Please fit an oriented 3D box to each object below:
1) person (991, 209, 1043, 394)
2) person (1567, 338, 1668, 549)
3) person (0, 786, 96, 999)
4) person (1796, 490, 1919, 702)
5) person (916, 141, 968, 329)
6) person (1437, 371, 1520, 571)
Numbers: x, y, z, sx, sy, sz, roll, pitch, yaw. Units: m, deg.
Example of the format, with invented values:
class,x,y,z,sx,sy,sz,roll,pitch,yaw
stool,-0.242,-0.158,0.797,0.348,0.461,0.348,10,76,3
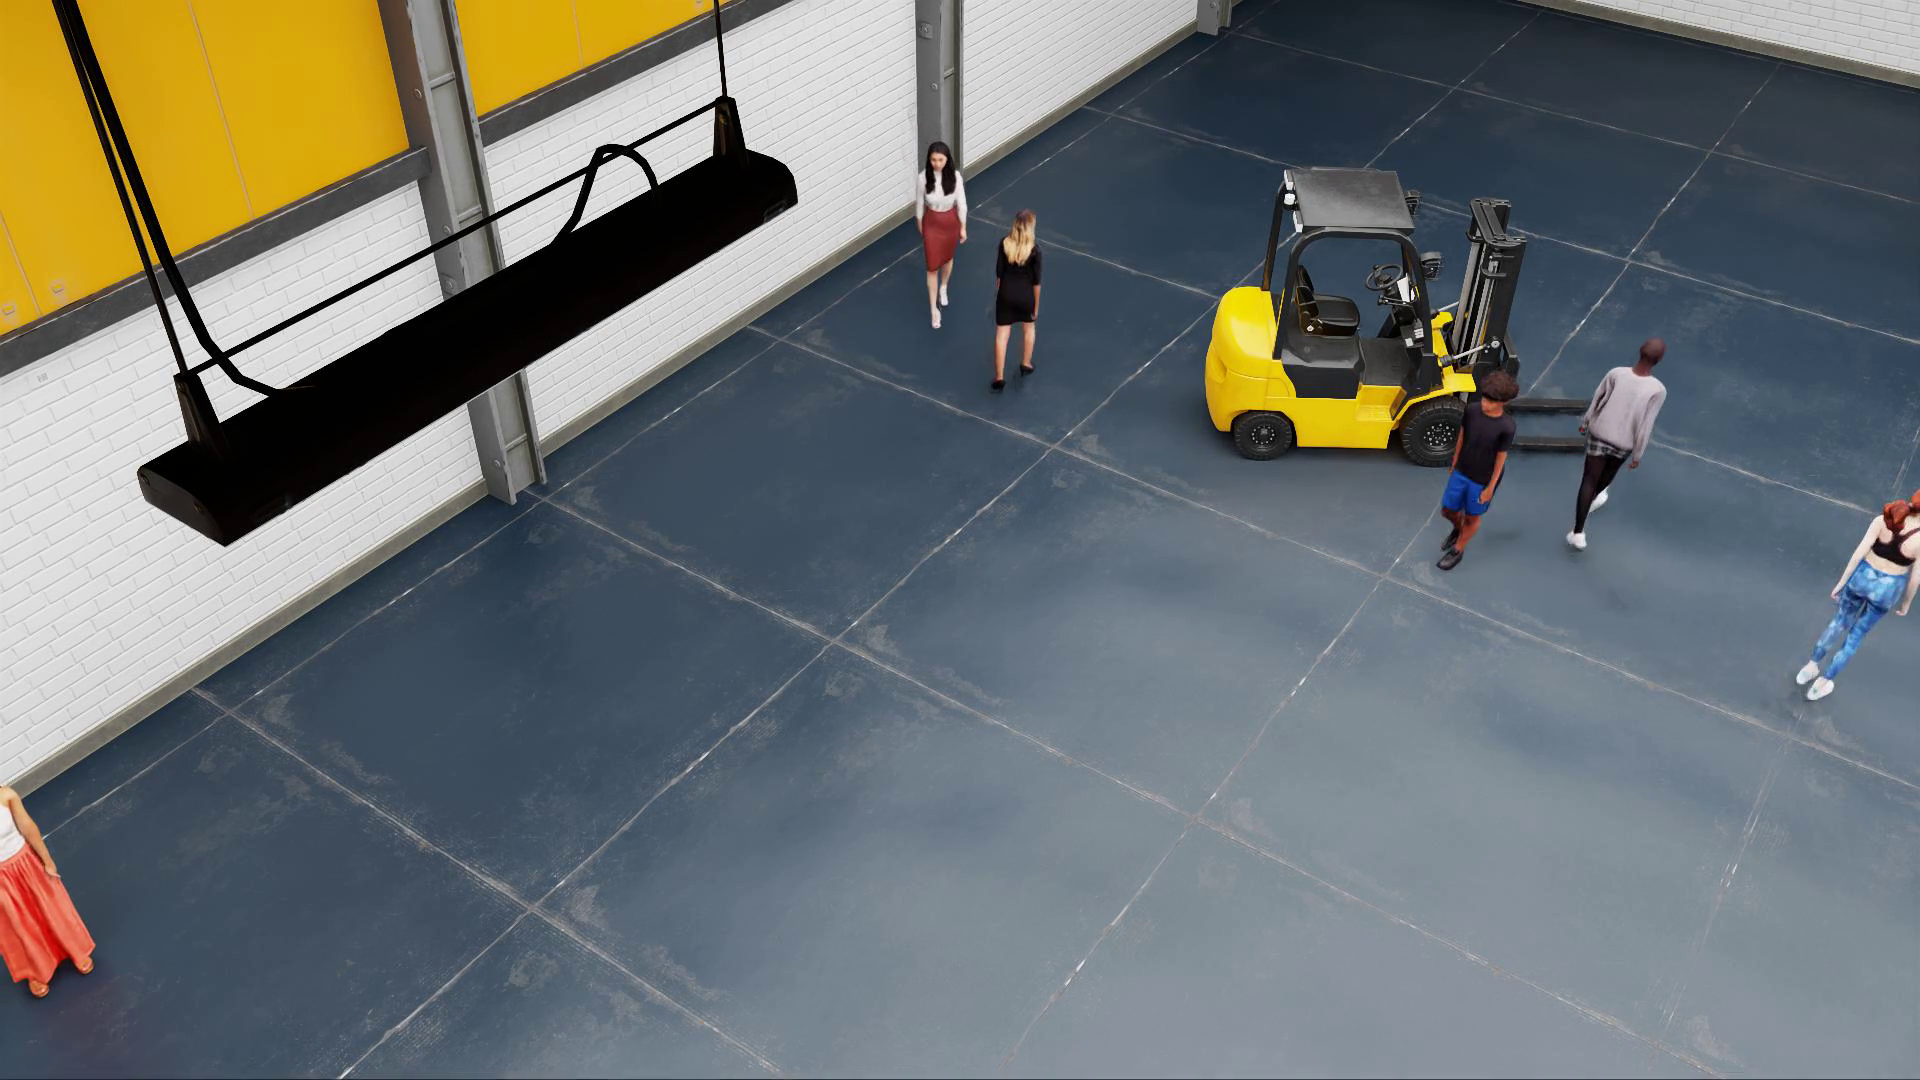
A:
class,x,y,z,sx,sy,sz,roll,pitch,yaw
person,0.458,-2.032,14.335,0.683,1.648,0.823,9,40,11
person,4.936,-0.712,12.611,0.733,1.737,1.129,19,42,22
person,-5.348,1.864,9.336,0.612,1.799,0.746,-27,46,-30
person,6.097,0.398,11.212,0.653,1.748,0.695,24,44,27
person,-0.169,-2.894,15.358,0.949,1.718,1.058,-2,39,-3
person,3.902,-0.538,12.358,0.765,1.781,0.668,-30,47,-32
